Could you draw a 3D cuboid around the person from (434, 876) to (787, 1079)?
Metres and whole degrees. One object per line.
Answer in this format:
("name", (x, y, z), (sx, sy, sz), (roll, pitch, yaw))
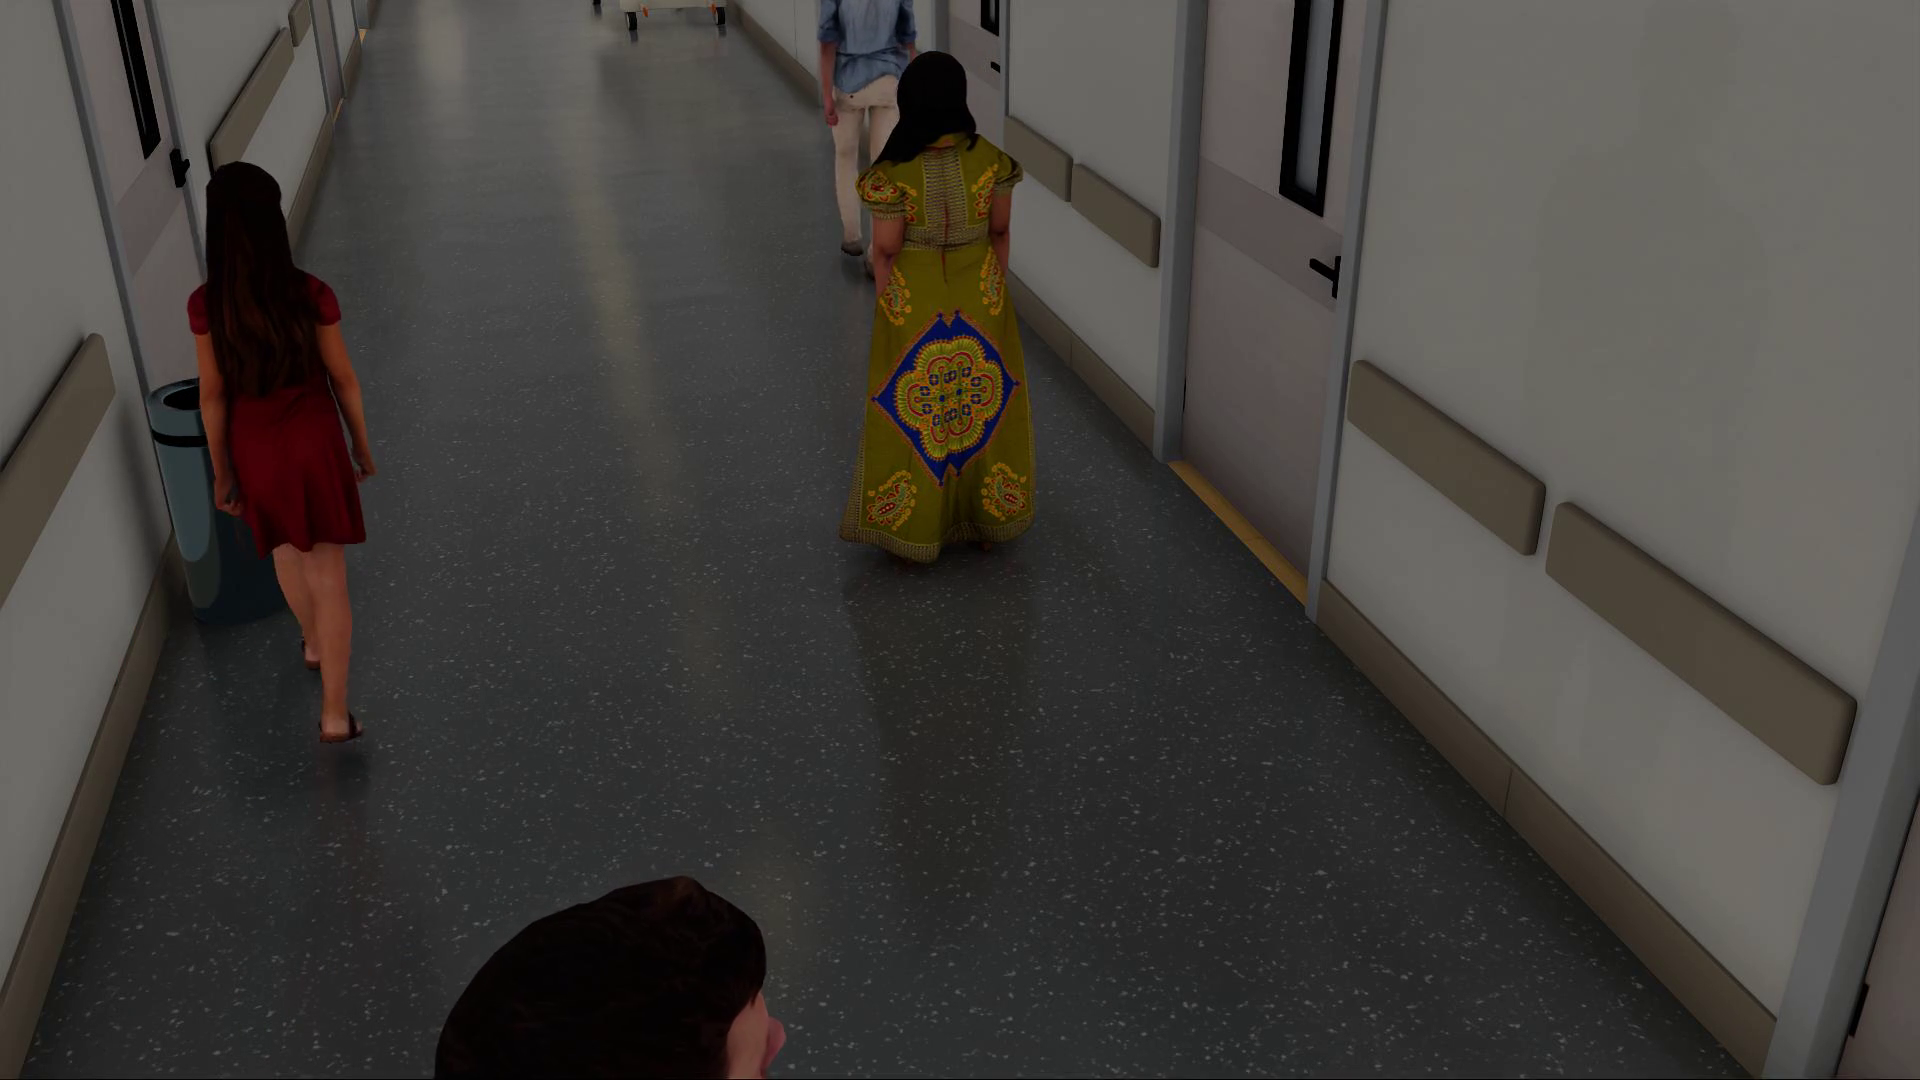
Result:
("person", (-0.238, 1.066, 1.397), (0.718, 1.851, 0.741), (21, 33, 37))

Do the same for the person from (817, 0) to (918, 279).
("person", (-0.441, -2.196, 8.190), (0.766, 1.827, 0.766), (-3, 26, -7))

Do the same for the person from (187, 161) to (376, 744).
("person", (-1.751, -0.177, 4.351), (0.997, 1.518, 0.598), (-7, 27, -13))

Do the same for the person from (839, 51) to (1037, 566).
("person", (-0.062, -0.719, 5.319), (0.743, 1.661, 0.940), (-10, 27, -20))
